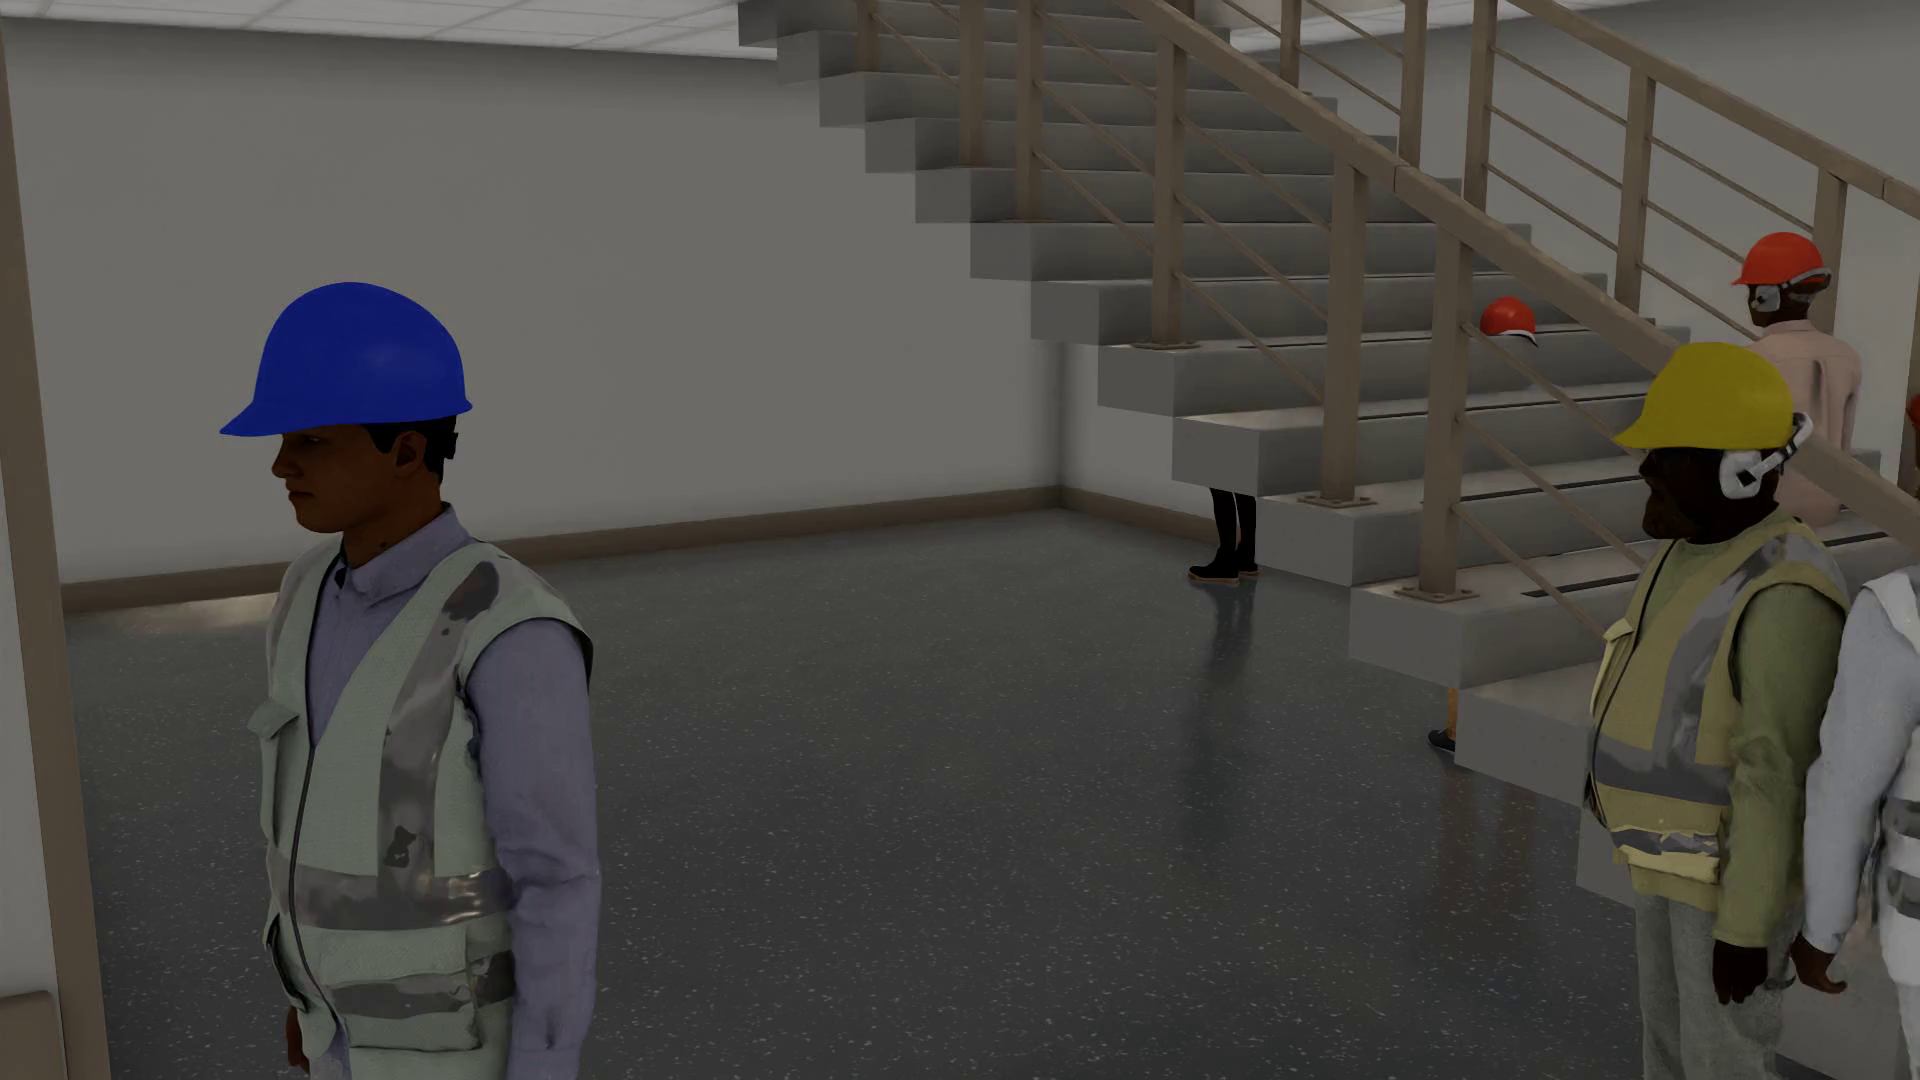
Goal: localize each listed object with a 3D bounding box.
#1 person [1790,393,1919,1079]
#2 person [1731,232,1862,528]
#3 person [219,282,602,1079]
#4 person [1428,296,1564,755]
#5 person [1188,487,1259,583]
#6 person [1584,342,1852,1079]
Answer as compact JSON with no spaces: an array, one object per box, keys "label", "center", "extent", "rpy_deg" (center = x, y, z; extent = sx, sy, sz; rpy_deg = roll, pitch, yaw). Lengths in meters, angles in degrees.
[{"label":"person","center":[1.624,0.635,2.604],"extent":[0.587,1.828,0.957],"rpy_deg":[-1,11,-5]},{"label":"person","center":[2.794,-0.052,5.742],"extent":[0.624,1.991,0.403],"rpy_deg":[-5,12,-25]},{"label":"person","center":[-0.730,0.635,2.251],"extent":[0.612,1.947,0.388],"rpy_deg":[8,14,37]},{"label":"person","center":[2.032,-0.039,6.304],"extent":[0.559,1.752,0.325],"rpy_deg":[-1,11,-6]},{"label":"person","center":[1.482,-0.730,9.440],"extent":[0.415,1.948,0.606],"rpy_deg":[8,13,36]},{"label":"person","center":[1.332,0.560,2.993],"extent":[0.405,1.823,0.590],"rpy_deg":[1,11,5]}]
